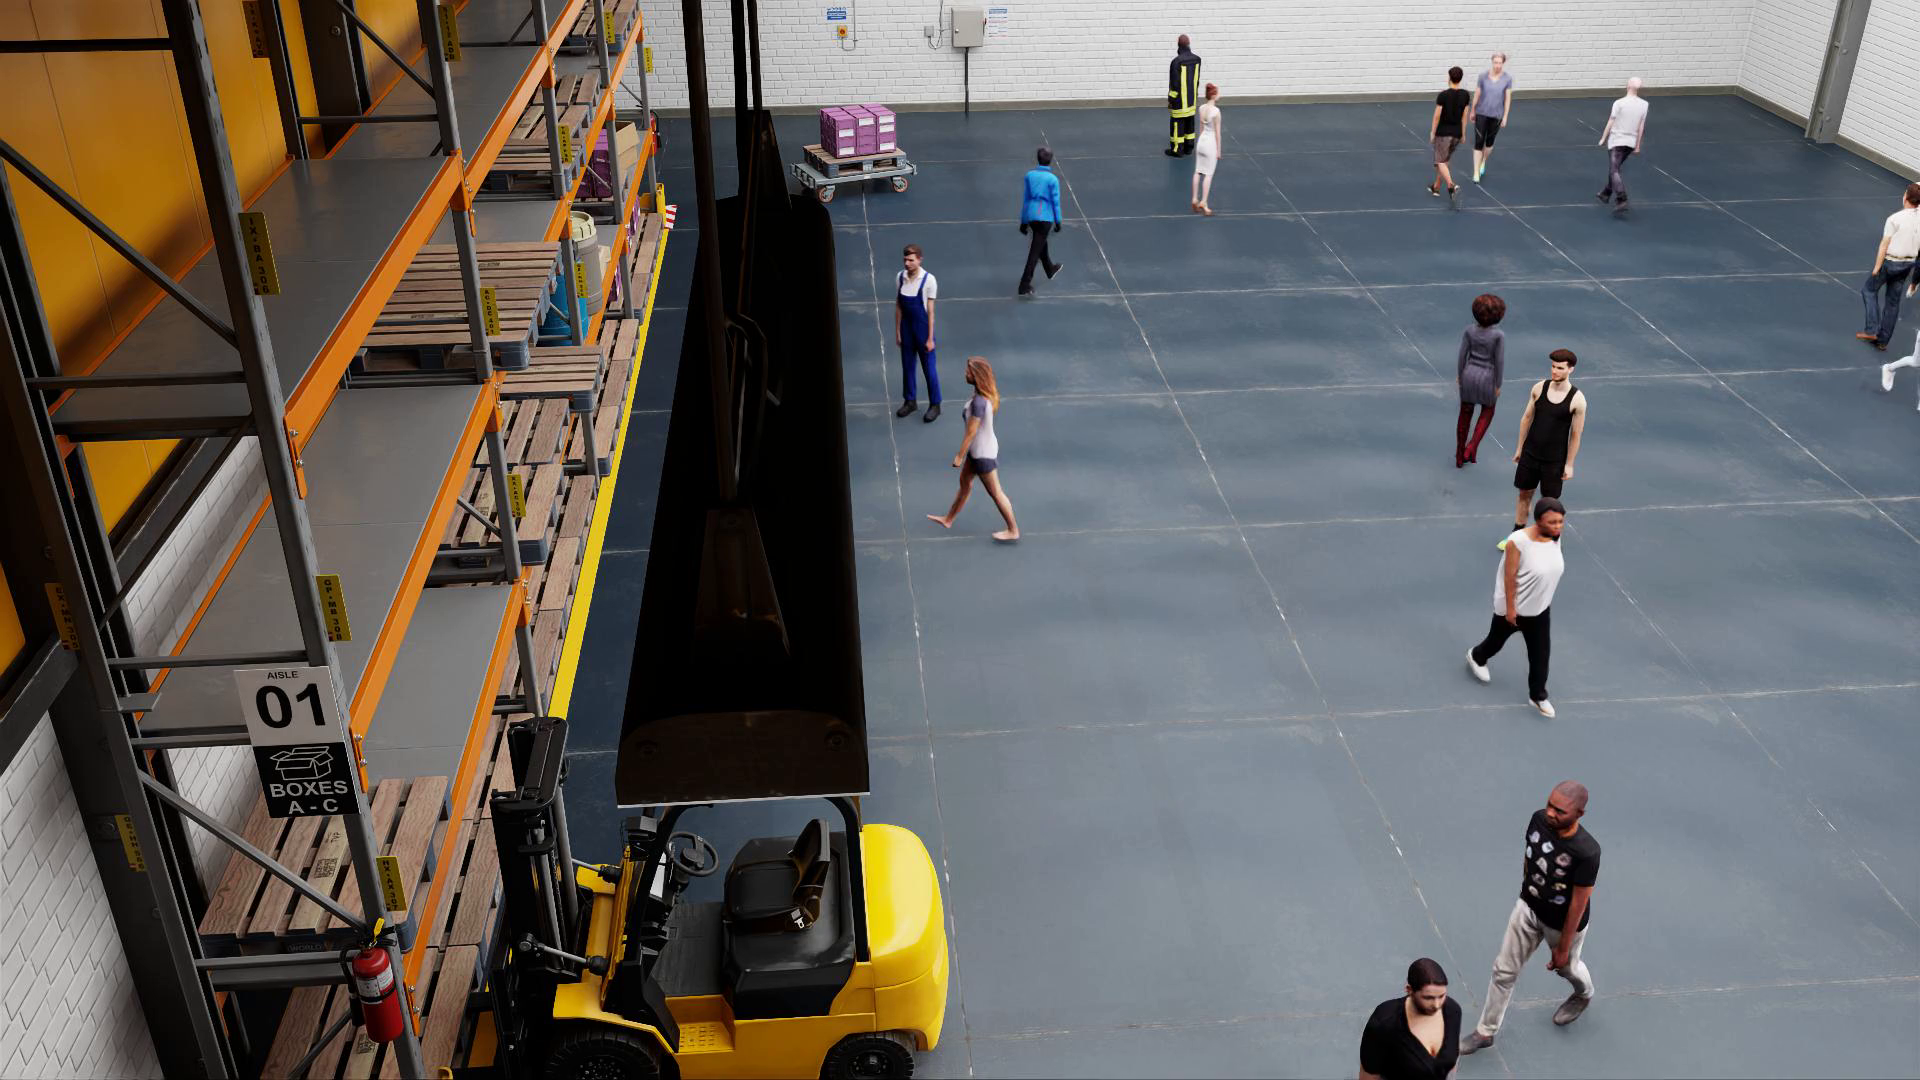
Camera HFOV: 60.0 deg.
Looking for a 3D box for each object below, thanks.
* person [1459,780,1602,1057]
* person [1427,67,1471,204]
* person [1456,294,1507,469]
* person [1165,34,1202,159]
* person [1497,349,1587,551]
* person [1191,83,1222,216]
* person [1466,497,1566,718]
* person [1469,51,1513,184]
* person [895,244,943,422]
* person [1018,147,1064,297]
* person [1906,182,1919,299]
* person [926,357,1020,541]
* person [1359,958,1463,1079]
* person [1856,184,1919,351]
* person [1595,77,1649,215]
[{"bbox_3d":[3.319,2.066,9.145,1.101,1.761,1.264,-16,32,-27],"label":"person"},{"bbox_3d":[6.824,-5.605,23.136,0.814,1.829,1.185,-7,29,-13],"label":"person"},{"bbox_3d":[4.850,-1.452,15.659,0.756,1.700,0.811,19,34,31],"label":"person"},{"bbox_3d":[3.399,-6.761,25.265,0.856,1.820,0.861,-19,34,-30],"label":"person"},{"bbox_3d":[4.986,-0.741,14.154,0.758,1.892,0.827,23,36,36],"label":"person"},{"bbox_3d":[3.353,-5.322,22.657,0.697,1.791,0.574,-17,33,-28],"label":"person"},{"bbox_3d":[4.121,0.422,12.265,0.850,1.659,1.166,-11,30,-19],"label":"person"},{"bbox_3d":[7.666,-6.124,24.087,0.961,1.830,1.343,7,29,13],"label":"person"},{"bbox_3d":[-0.421,-2.102,16.702,0.725,1.841,0.758,14,32,24],"label":"person"},{"bbox_3d":[0.899,-3.751,19.839,1.142,1.733,1.215,20,35,32],"label":"person"},{"bbox_3d":[11.142,-3.505,19.362,1.100,1.756,1.232,18,33,29],"label":"person"},{"bbox_3d":[0.285,-0.730,14.360,0.776,1.676,1.038,2,29,4],"label":"person"},{"bbox_3d":[2.109,2.658,8.075,0.770,1.746,0.934,-9,30,-17],"label":"person"},{"bbox_3d":[10.334,-2.967,18.291,0.663,1.839,0.623,-2,29,-4],"label":"person"},{"bbox_3d":[9.068,-5.362,22.716,0.804,1.806,1.258,-7,29,-13],"label":"person"}]
